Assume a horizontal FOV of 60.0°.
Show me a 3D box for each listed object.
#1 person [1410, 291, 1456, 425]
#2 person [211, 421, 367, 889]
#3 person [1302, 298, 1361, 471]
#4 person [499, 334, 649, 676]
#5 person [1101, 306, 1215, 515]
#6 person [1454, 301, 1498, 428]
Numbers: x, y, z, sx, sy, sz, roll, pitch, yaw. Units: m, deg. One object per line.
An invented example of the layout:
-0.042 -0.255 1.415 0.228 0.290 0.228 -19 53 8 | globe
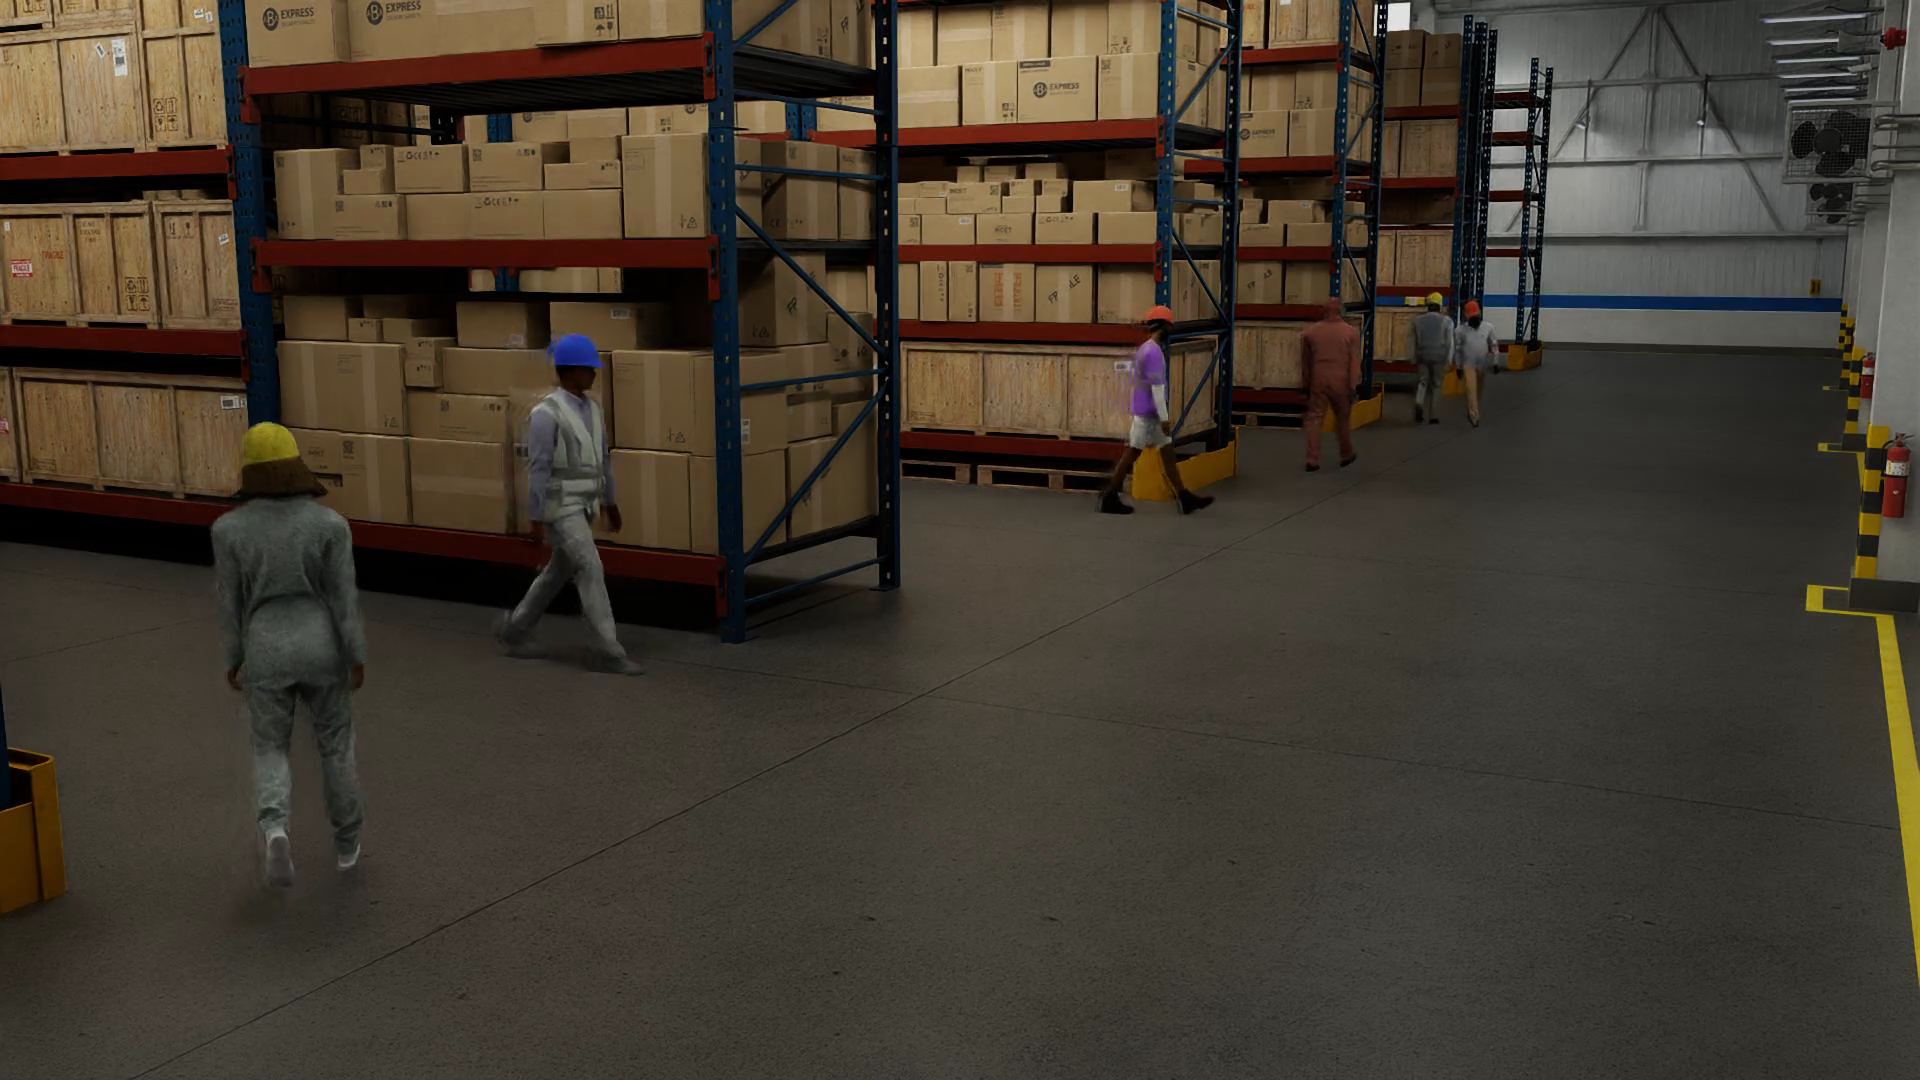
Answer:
6.434 -2.466 22.625 0.594 1.822 0.419 6 12 31 | person
-2.436 0.431 6.094 0.513 1.718 0.583 -4 11 -21 | person
4.008 -1.685 17.991 0.665 1.850 1.018 5 11 28 | person
-2.225 -0.202 9.305 1.011 1.907 0.616 3 10 16 | person
1.737 -1.138 14.779 1.033 1.860 0.608 1 10 7 | person
6.967 -2.401 22.563 0.567 1.699 0.905 1 10 4 | person
